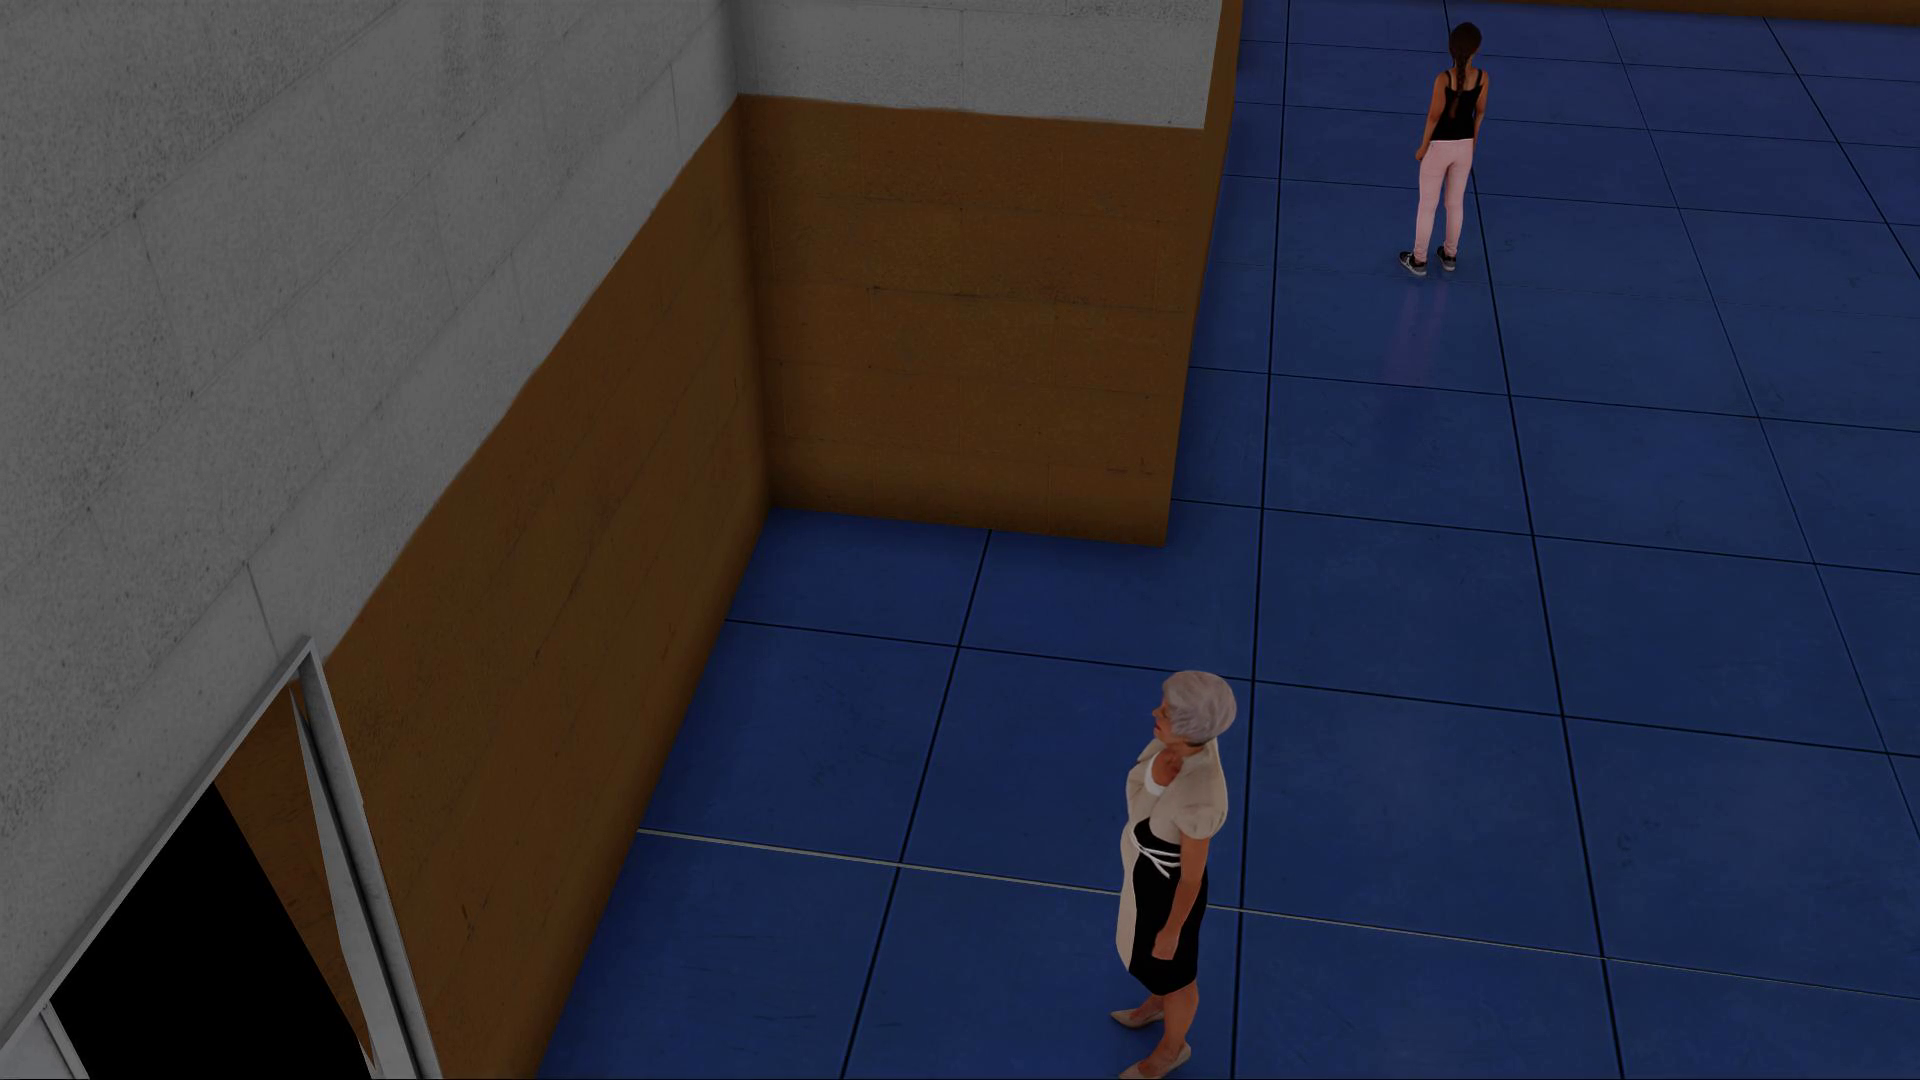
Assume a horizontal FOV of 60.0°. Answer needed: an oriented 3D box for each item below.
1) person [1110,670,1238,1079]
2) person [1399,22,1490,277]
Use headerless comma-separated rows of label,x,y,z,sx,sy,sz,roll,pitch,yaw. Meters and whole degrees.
person,0.684,1.099,5.325,0.580,1.756,0.669,0,37,0
person,2.968,-2.366,10.101,0.542,1.563,0.662,-6,37,-9
